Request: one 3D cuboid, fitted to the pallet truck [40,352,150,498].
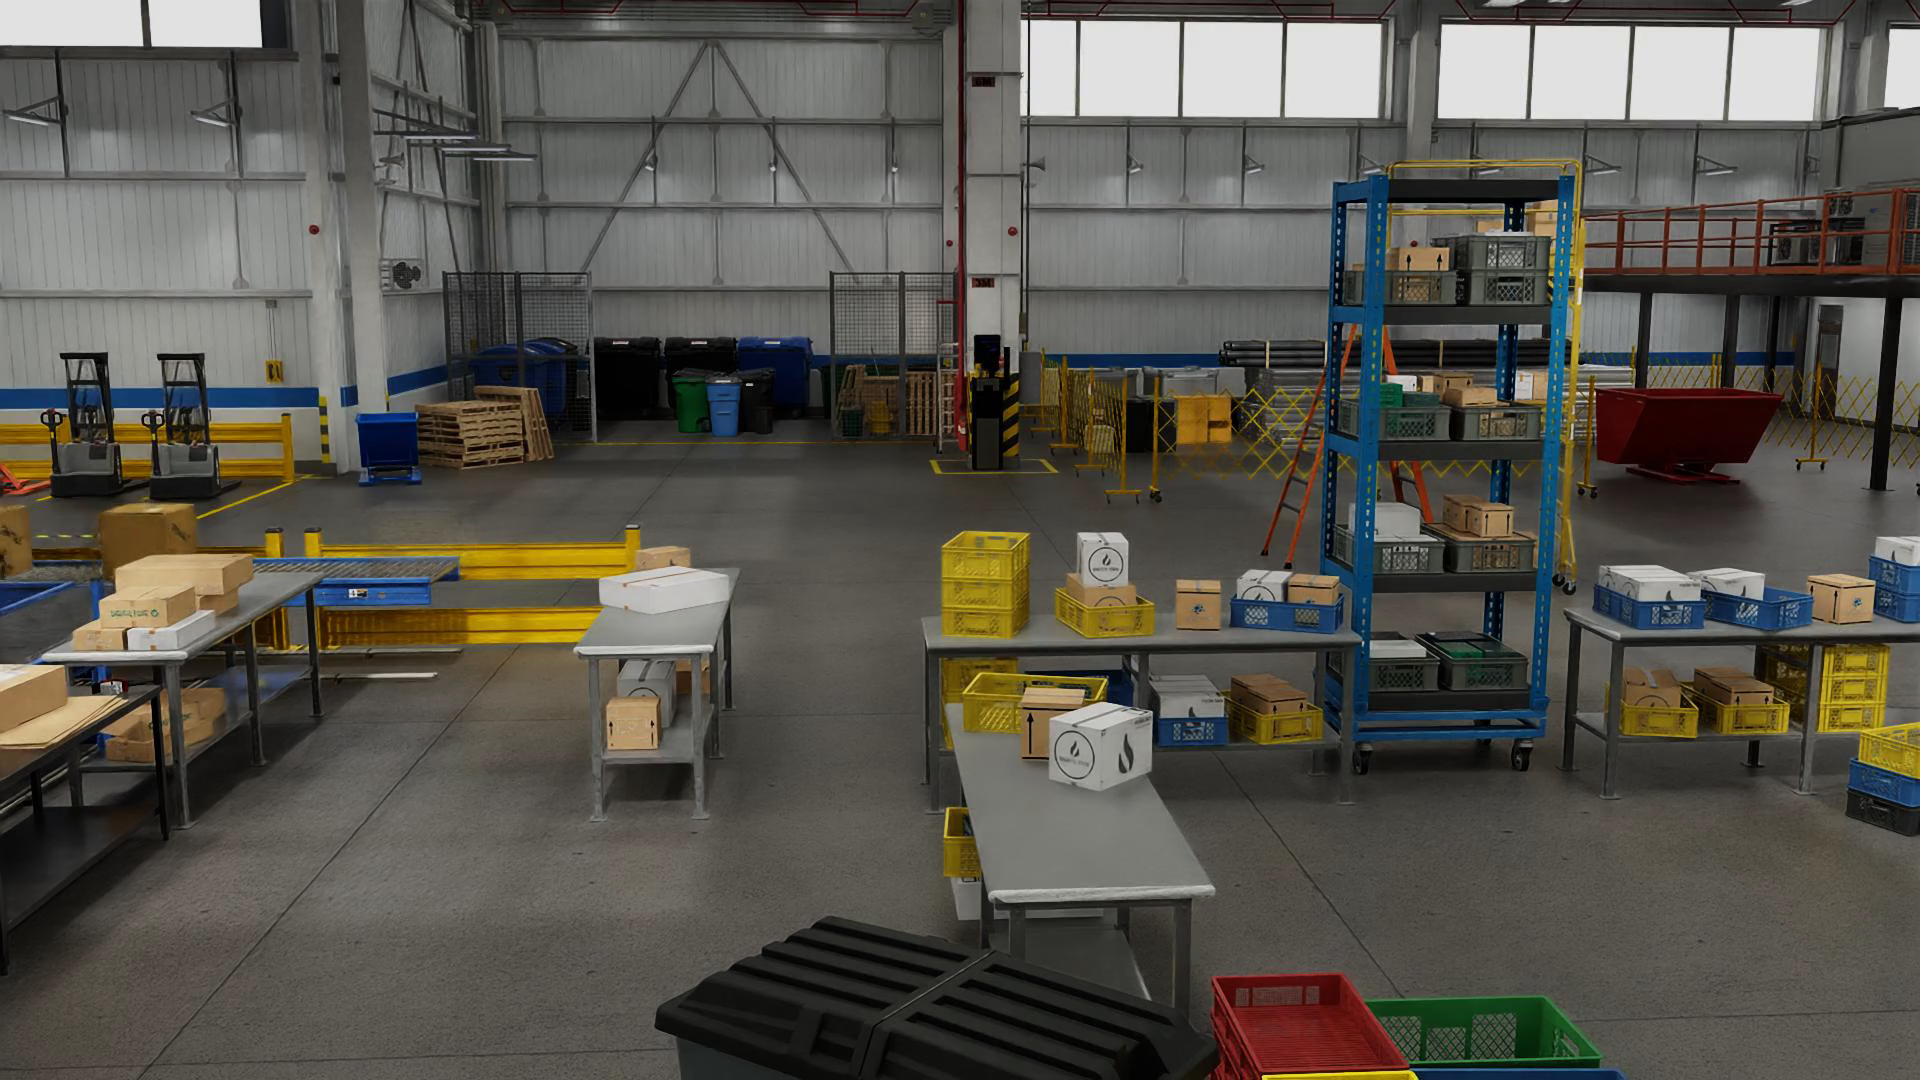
[{"bbox_3d":[-11.907,-1.642,23.165,0.823,1.965,1.885,0,9,0],"label":"pallet truck"}]

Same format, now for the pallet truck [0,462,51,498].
[{"bbox_3d":[-13.193,-1.293,23.148,0.653,1.274,1.630,-1,9,-4],"label":"pallet truck"}]

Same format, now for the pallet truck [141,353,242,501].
[{"bbox_3d":[-10.520,-1.604,22.925,0.823,1.965,1.885,-1,9,-6],"label":"pallet truck"}]
